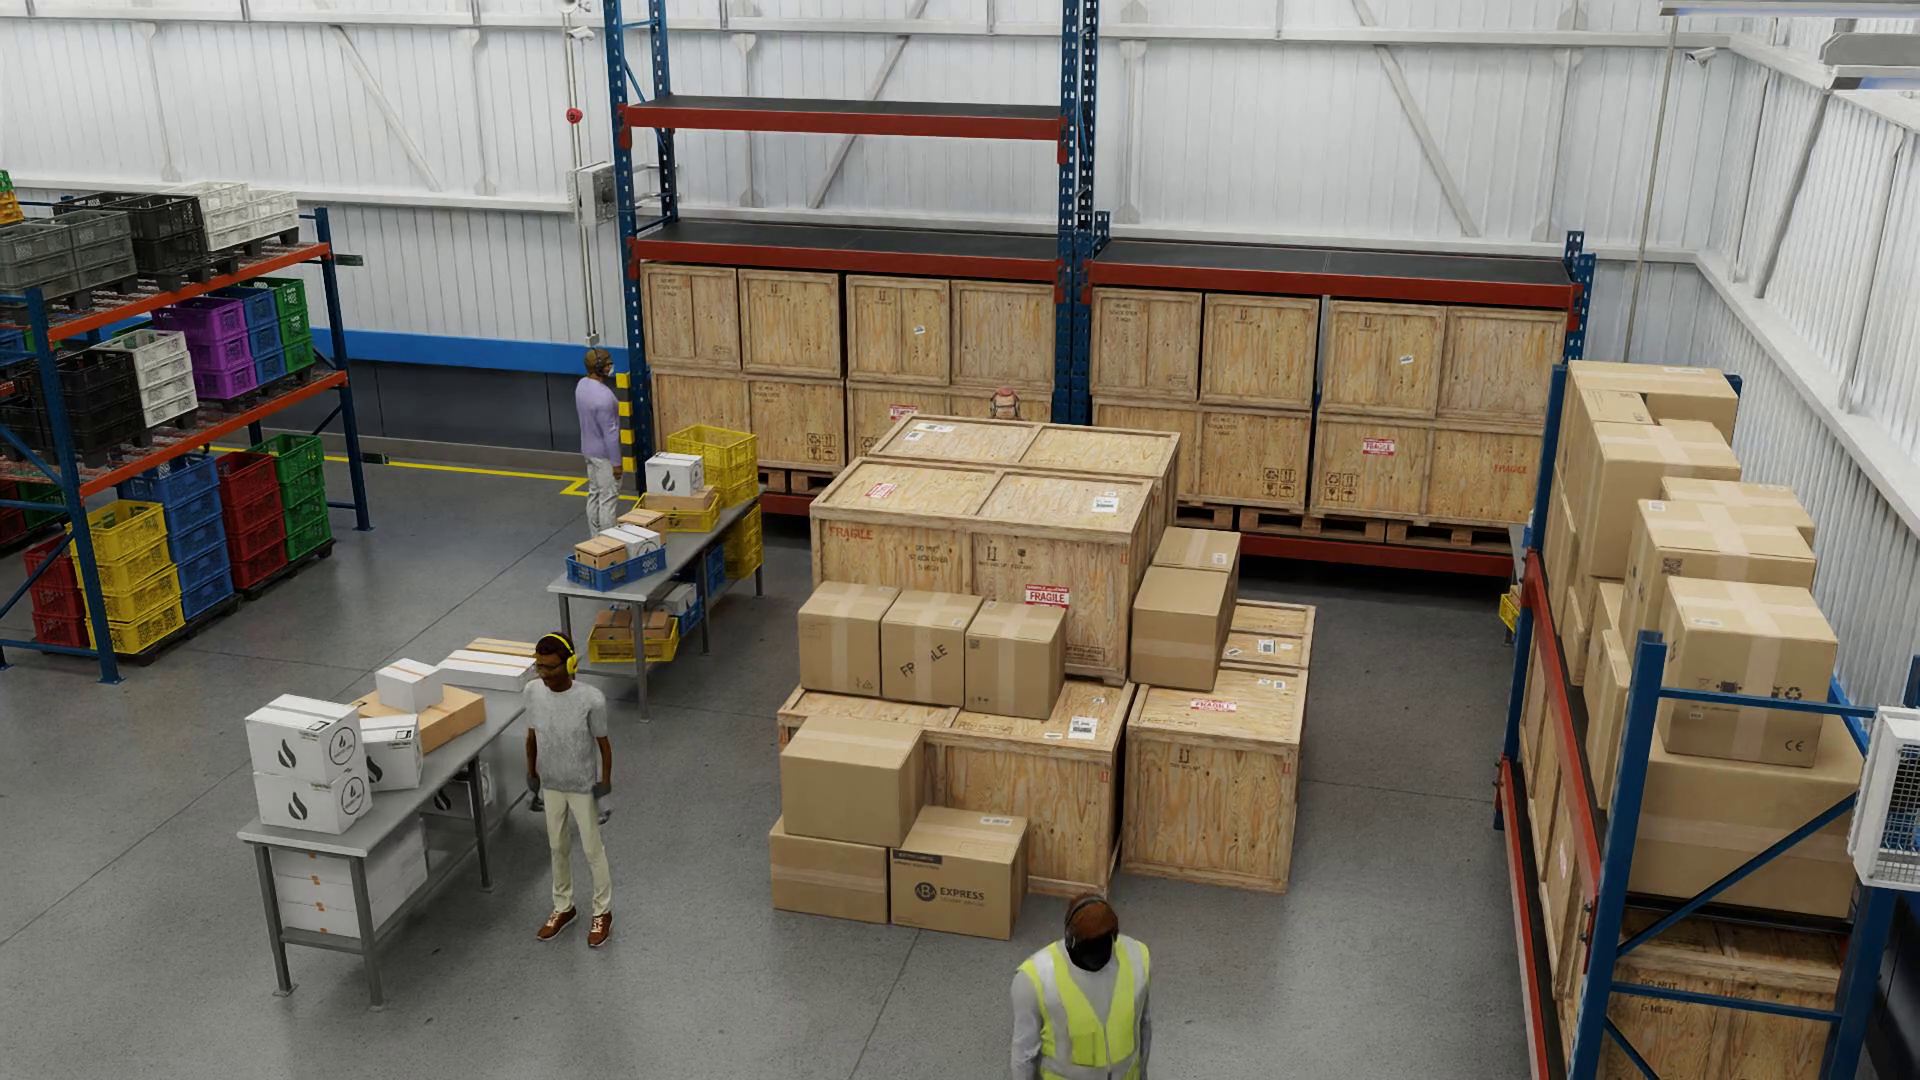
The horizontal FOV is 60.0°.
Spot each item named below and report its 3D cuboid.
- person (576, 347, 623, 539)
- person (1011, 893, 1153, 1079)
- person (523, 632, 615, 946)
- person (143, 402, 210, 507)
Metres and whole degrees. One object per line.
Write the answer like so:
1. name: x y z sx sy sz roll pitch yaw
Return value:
1. person: -3.138 -0.751 14.656 0.372 1.940 0.630 -14 25 -32
2. person: 0.518 2.269 6.888 0.634 1.841 0.429 -8 22 -19
3. person: -2.168 1.373 9.193 0.532 1.871 0.319 5 21 13
4. person: -7.148 -0.909 15.158 0.581 1.879 0.343 -12 24 -29
